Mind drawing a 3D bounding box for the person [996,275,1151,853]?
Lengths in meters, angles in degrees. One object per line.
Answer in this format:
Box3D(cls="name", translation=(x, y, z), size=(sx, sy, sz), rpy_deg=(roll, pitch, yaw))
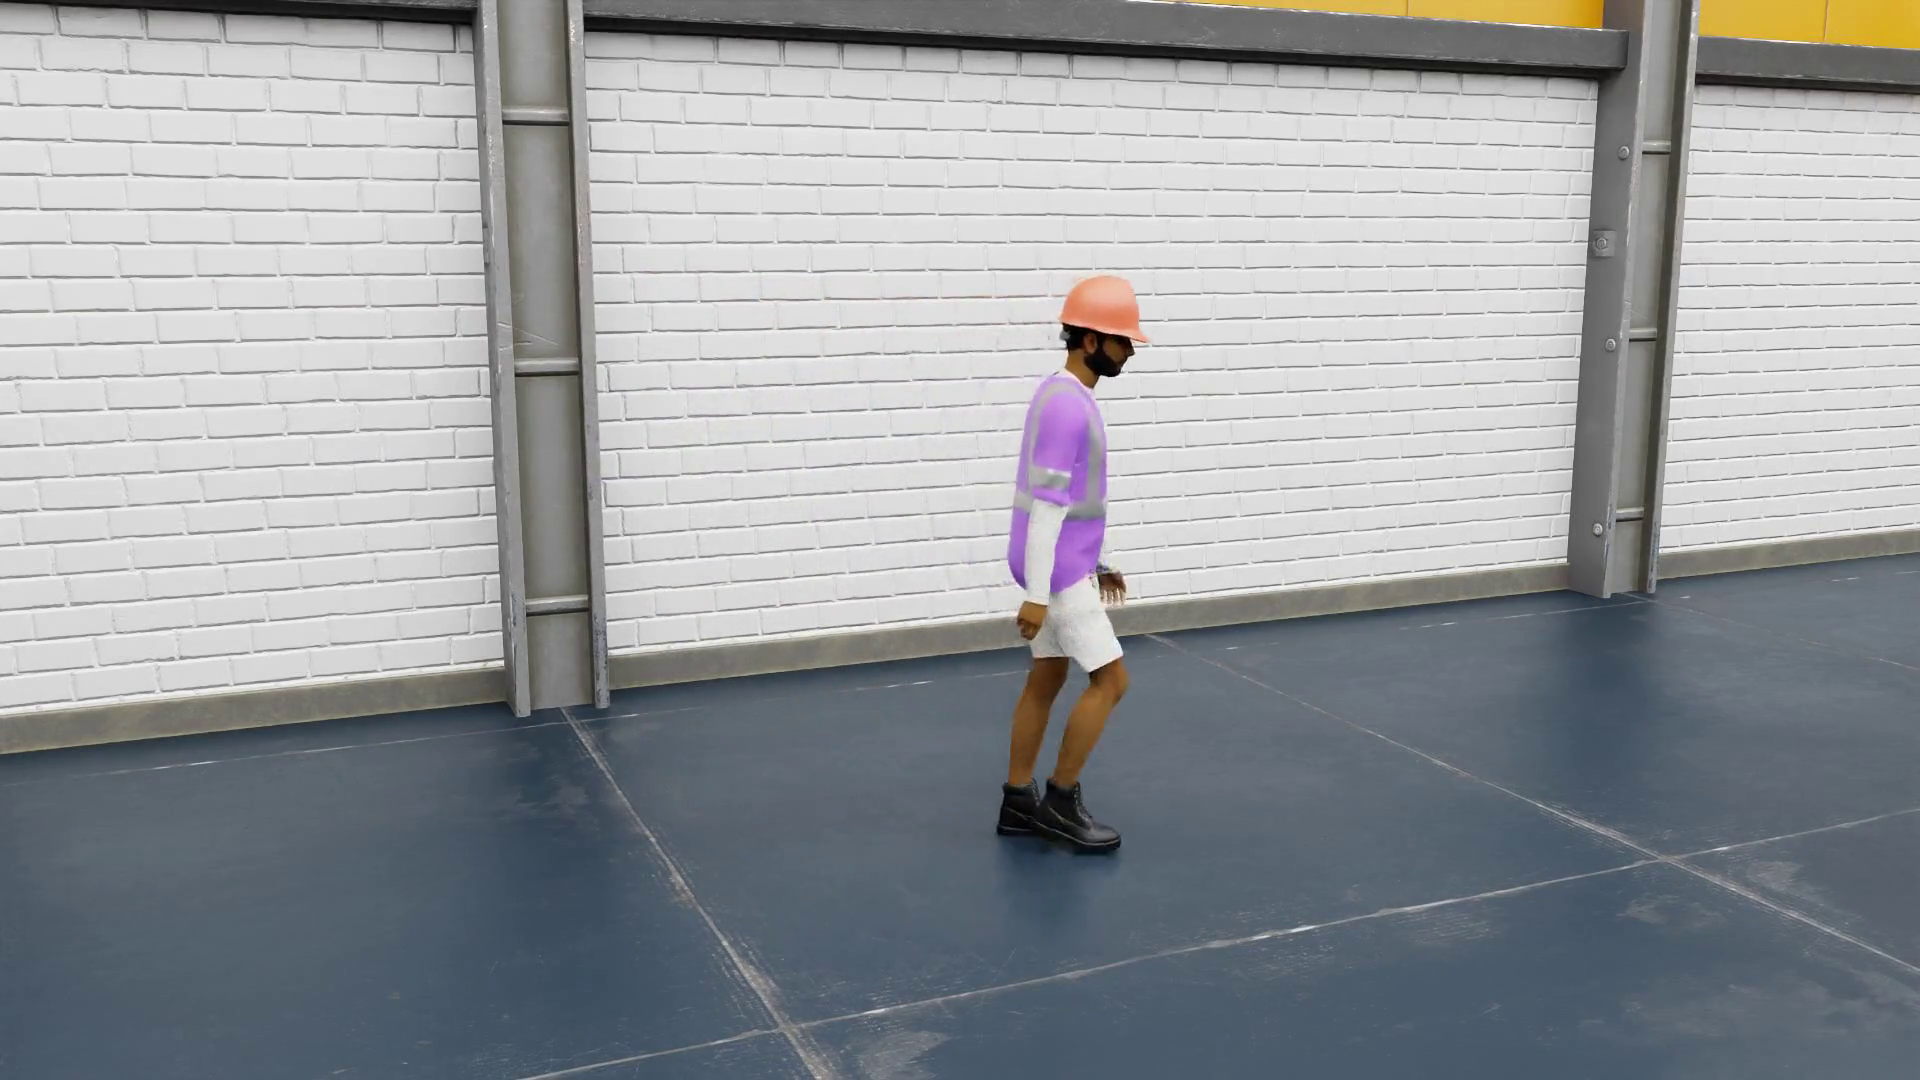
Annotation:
Box3D(cls="person", translation=(0.377, 0.091, 5.474), size=(0.572, 1.907, 0.548), rpy_deg=(0, 10, 1))
